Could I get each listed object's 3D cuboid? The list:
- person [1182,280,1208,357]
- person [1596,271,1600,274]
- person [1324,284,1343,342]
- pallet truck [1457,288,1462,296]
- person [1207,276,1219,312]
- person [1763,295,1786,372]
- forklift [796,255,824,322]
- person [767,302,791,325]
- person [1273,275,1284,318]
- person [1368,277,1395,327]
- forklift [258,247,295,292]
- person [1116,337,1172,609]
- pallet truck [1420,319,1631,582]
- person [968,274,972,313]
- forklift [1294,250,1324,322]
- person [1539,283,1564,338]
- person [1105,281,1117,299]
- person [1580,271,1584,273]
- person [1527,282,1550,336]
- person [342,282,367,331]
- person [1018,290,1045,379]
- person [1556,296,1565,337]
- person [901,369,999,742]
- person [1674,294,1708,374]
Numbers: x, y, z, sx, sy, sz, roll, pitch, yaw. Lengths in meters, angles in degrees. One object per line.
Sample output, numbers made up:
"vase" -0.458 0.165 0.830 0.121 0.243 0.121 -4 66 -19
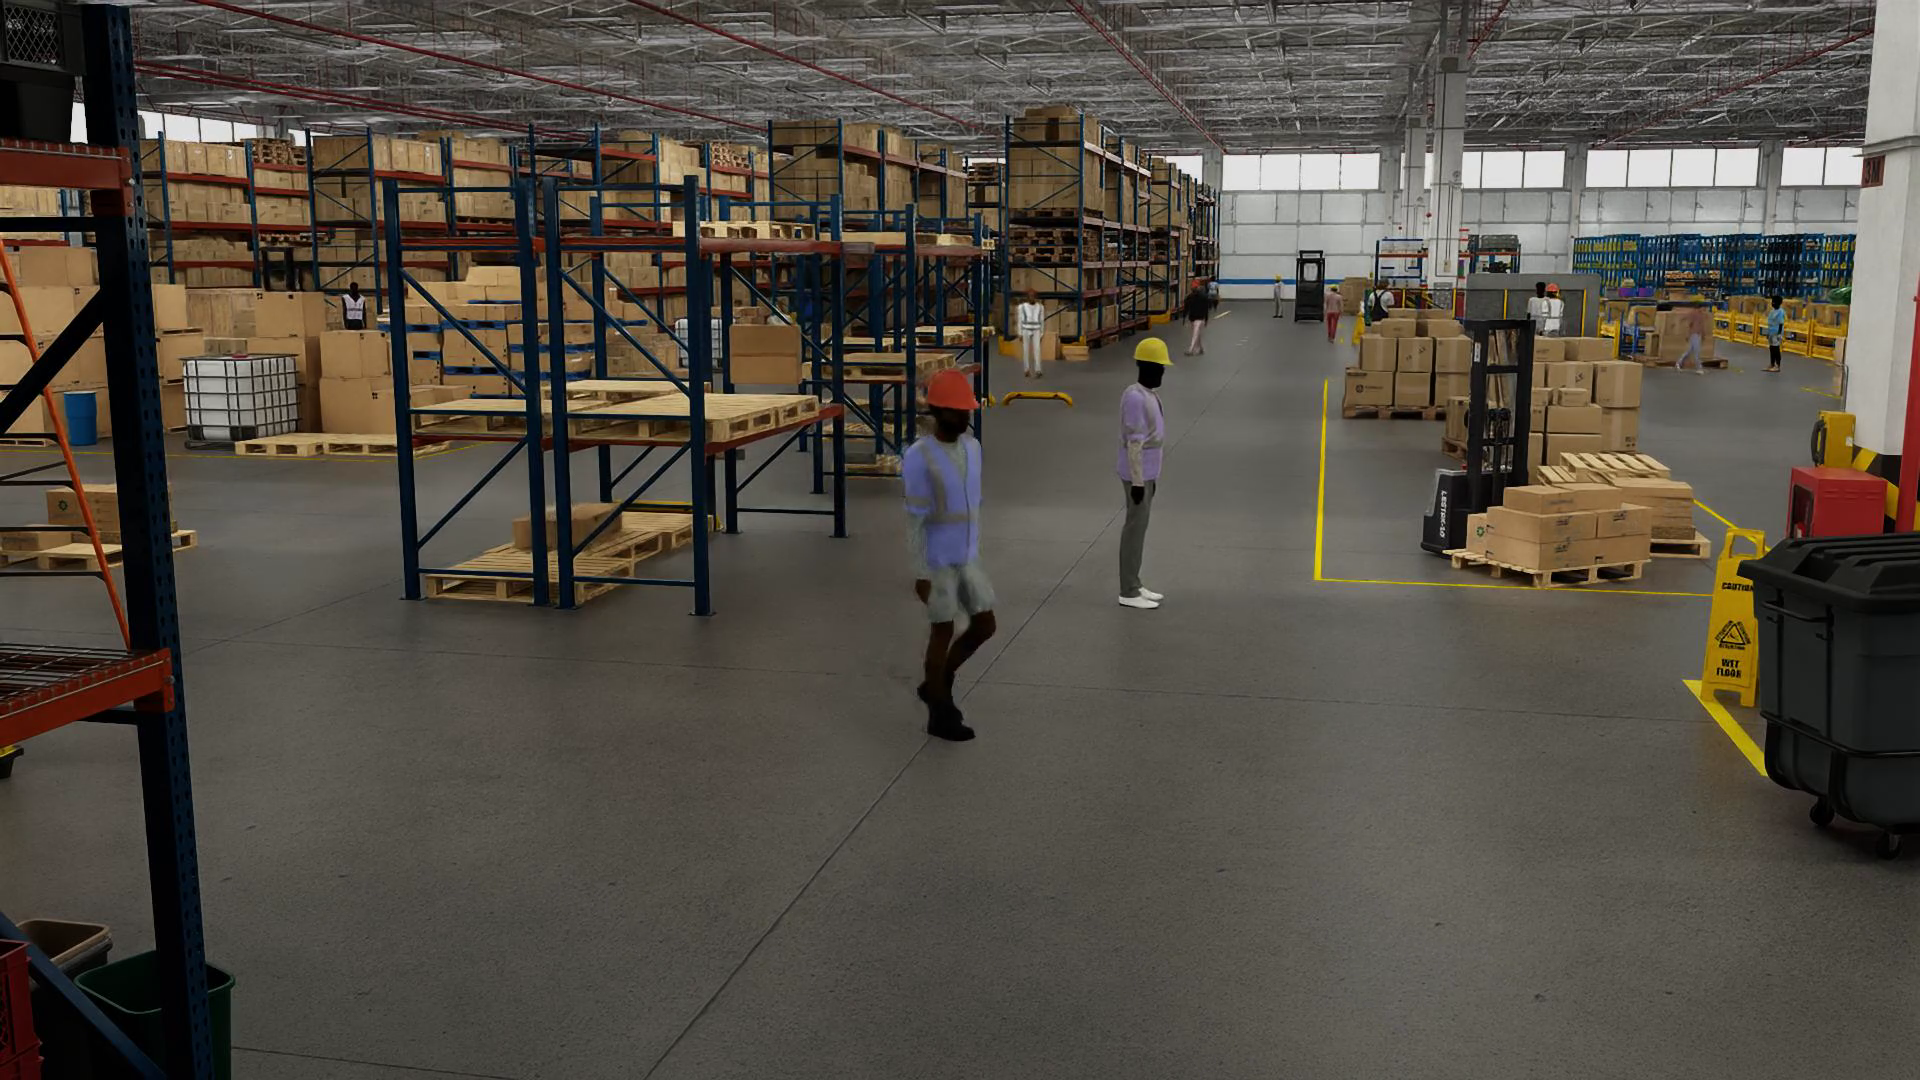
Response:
"person" 6.031 -5.667 42.567 0.628 1.948 1.047 8 12 38
"person" 33.871 -13.346 88.297 0.378 1.842 0.569 -1 10 -8
"person" 11.207 -6.795 49.853 0.549 1.713 0.895 3 10 19
"pallet truck" 20.506 -9.785 68.819 0.653 1.274 1.630 2 10 12
"person" 11.893 -11.578 78.258 0.536 1.699 0.322 1 10 4
"person" 17.946 -4.538 36.608 0.319 1.693 0.533 0 10 1
"forklift" -5.667 -9.756 63.978 1.873 2.768 1.129 2 10 11
"person" -3.632 -3.968 33.419 0.537 1.619 0.386 -1 10 -5
"person" 13.447 -10.286 70.257 0.404 1.822 0.589 -5 11 -26
"person" 10.443 -5.465 41.049 0.535 2.000 0.712 -9 13 -44
"forklift" -19.669 -7.062 48.027 1.129 2.768 1.873 2 10 12
"person" 1.316 -0.481 11.886 0.384 1.923 0.590 2 10 14
"pallet truck" 4.543 -0.757 13.299 0.823 1.965 1.885 -4 10 -22
"person" 0.593 -11.354 76.537 0.586 1.834 0.403 -2 10 -13
"forklift" 13.778 -10.002 65.433 1.129 2.768 1.873 2 10 12
"person" 13.054 -4.694 36.776 0.552 1.942 0.342 -4 10 -21
"person" 6.451 -10.452 70.940 0.588 1.918 0.522 -2 10 -9
"person" 28.537 -11.380 76.436 0.629 1.906 0.929 5 11 27
"person" 13.214 -4.904 37.967 0.602 1.959 0.379 8 12 39
"person" -15.041 -5.446 41.338 0.587 1.911 0.396 -8 12 -39
"person" 1.494 -4.269 34.584 0.577 1.829 0.998 -2 10 -9
"person" 13.989 -4.886 38.834 0.425 1.618 0.522 9 13 44
"person" -0.041 0.086 8.526 0.399 1.920 0.575 8 13 41
"person" 15.908 -4.474 36.083 0.527 1.740 0.811 -7 12 -35
